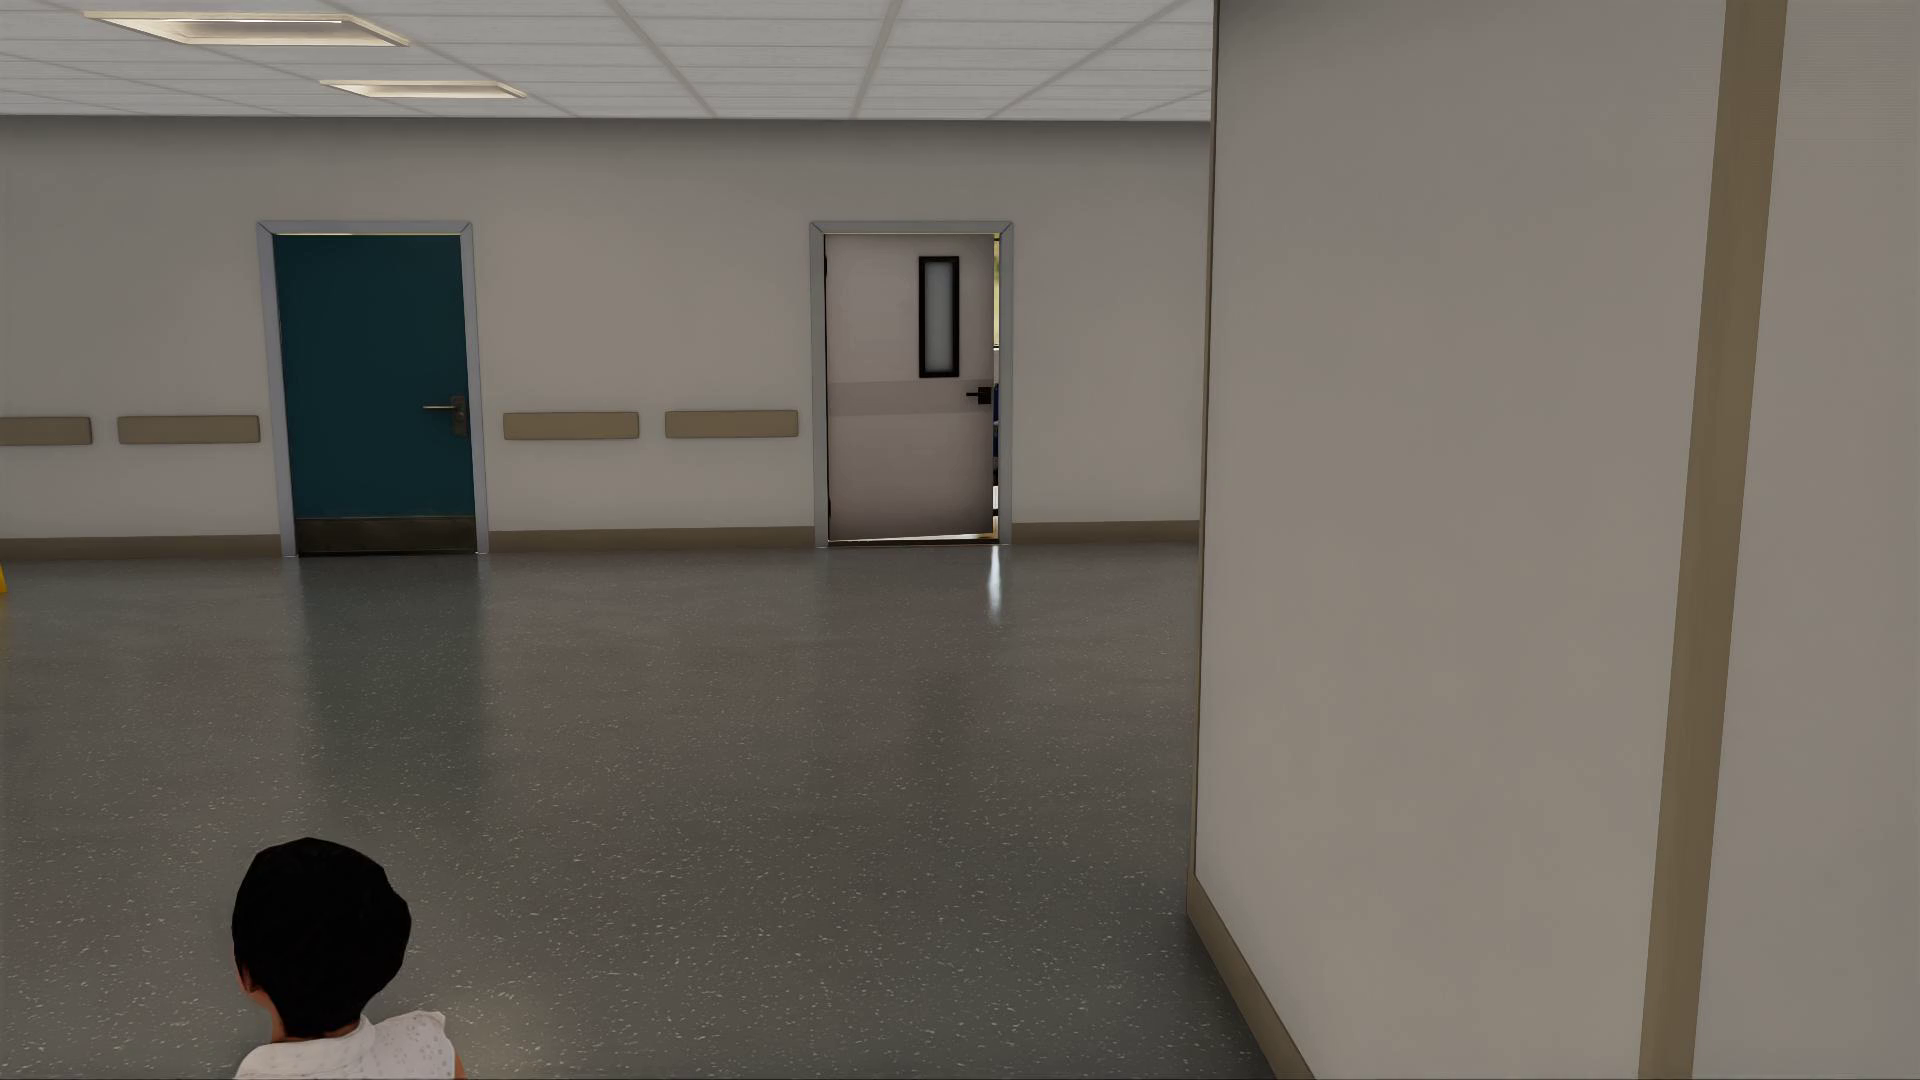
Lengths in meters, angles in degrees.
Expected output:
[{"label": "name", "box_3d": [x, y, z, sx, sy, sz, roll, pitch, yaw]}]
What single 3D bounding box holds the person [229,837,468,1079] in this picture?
[{"label": "person", "box_3d": [-0.792, 1.121, 2.156, 0.702, 1.553, 0.633, 10, 15, 42]}]
